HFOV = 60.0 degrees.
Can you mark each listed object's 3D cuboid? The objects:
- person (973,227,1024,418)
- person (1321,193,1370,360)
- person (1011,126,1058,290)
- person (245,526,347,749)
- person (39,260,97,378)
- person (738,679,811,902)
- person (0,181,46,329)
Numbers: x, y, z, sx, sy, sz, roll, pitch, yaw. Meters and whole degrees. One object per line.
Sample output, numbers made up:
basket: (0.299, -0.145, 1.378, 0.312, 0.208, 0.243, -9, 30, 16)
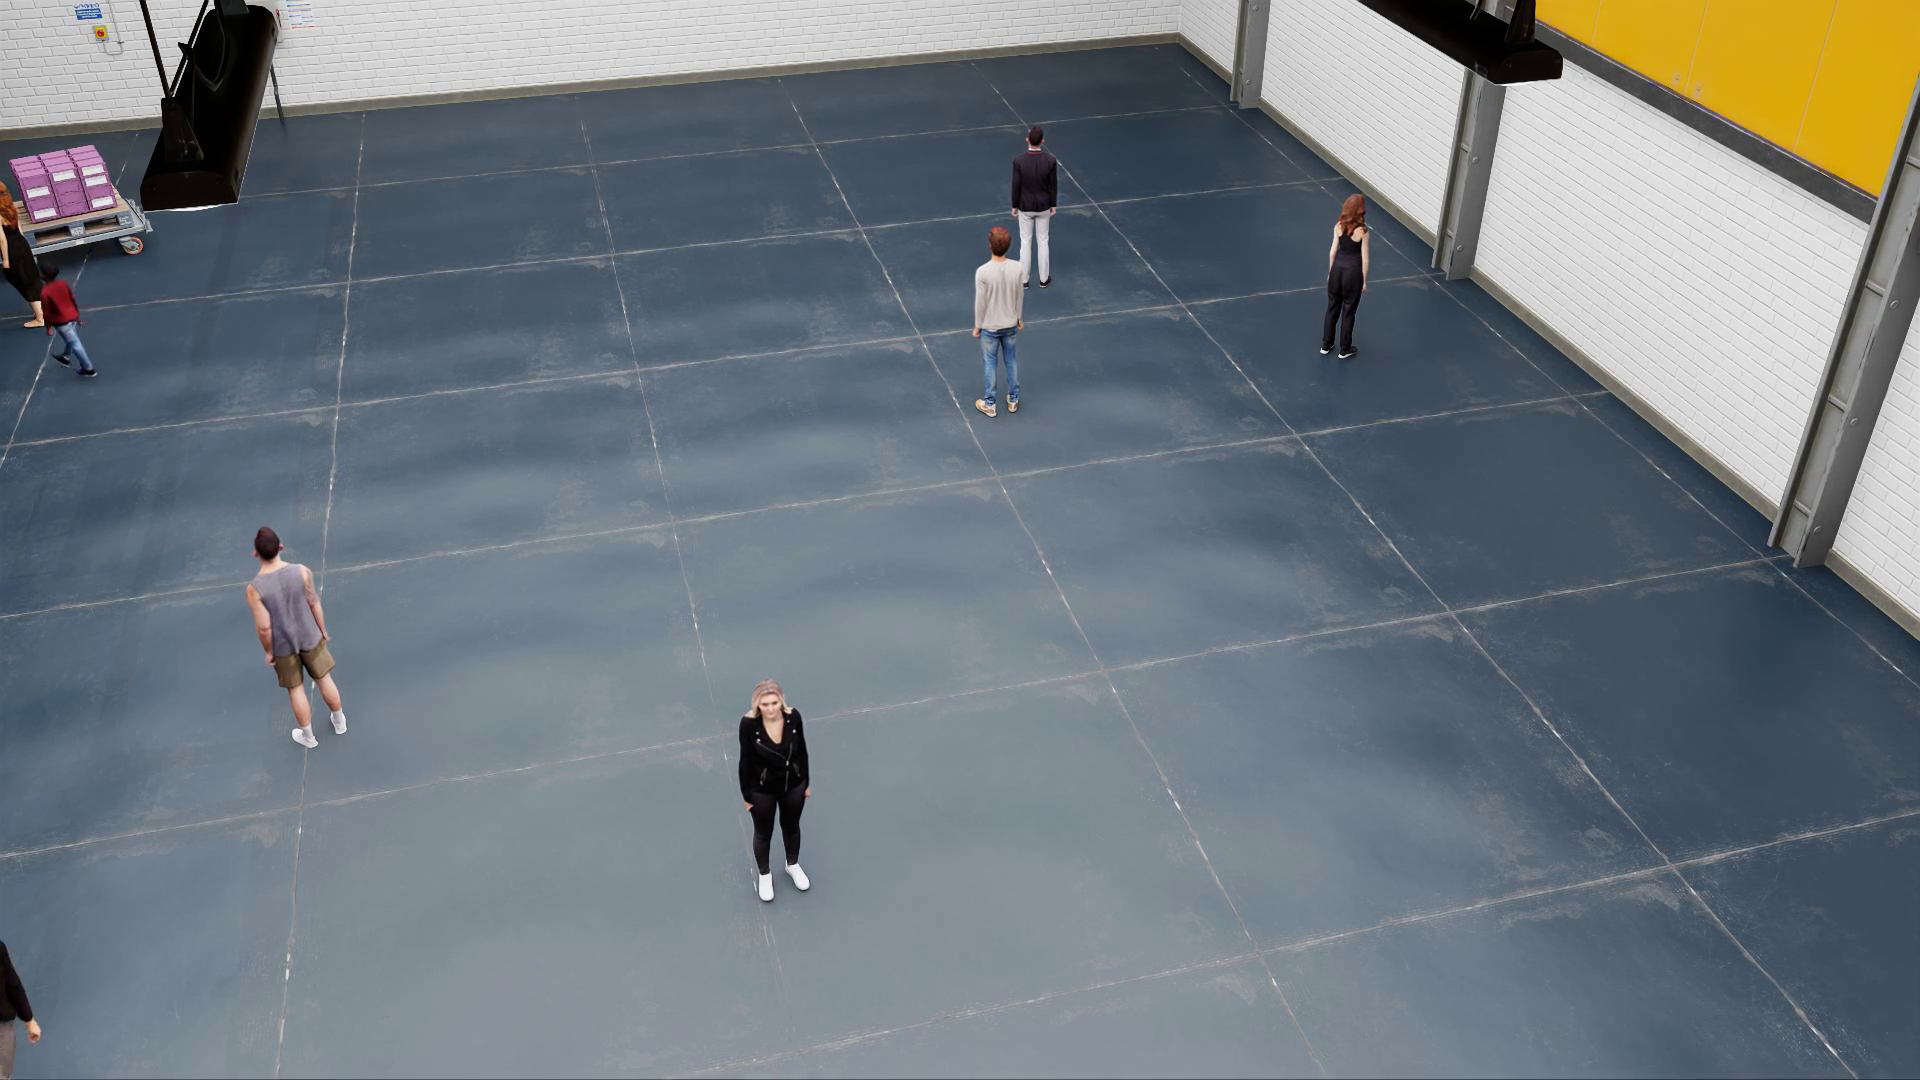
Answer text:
person: (0.376, -2.074, 15.910, 0.659, 1.904, 0.589, -11, 35, -16)
person: (3.939, -2.704, 16.999, 0.639, 1.747, 0.727, 24, 40, 31)
person: (0.816, -3.667, 18.364, 0.713, 1.841, 0.654, 0, 34, 1)
person: (-4.752, 0.696, 11.858, 0.710, 1.846, 0.717, -25, 41, -32)
person: (-8.949, -2.207, 16.714, 0.800, 1.234, 0.822, 8, 34, 12)
person: (-1.176, 1.570, 10.624, 0.639, 1.686, 0.561, -13, 36, -18)
person: (-9.991, -3.040, 17.616, 0.702, 1.624, 0.587, 1, 34, 1)
